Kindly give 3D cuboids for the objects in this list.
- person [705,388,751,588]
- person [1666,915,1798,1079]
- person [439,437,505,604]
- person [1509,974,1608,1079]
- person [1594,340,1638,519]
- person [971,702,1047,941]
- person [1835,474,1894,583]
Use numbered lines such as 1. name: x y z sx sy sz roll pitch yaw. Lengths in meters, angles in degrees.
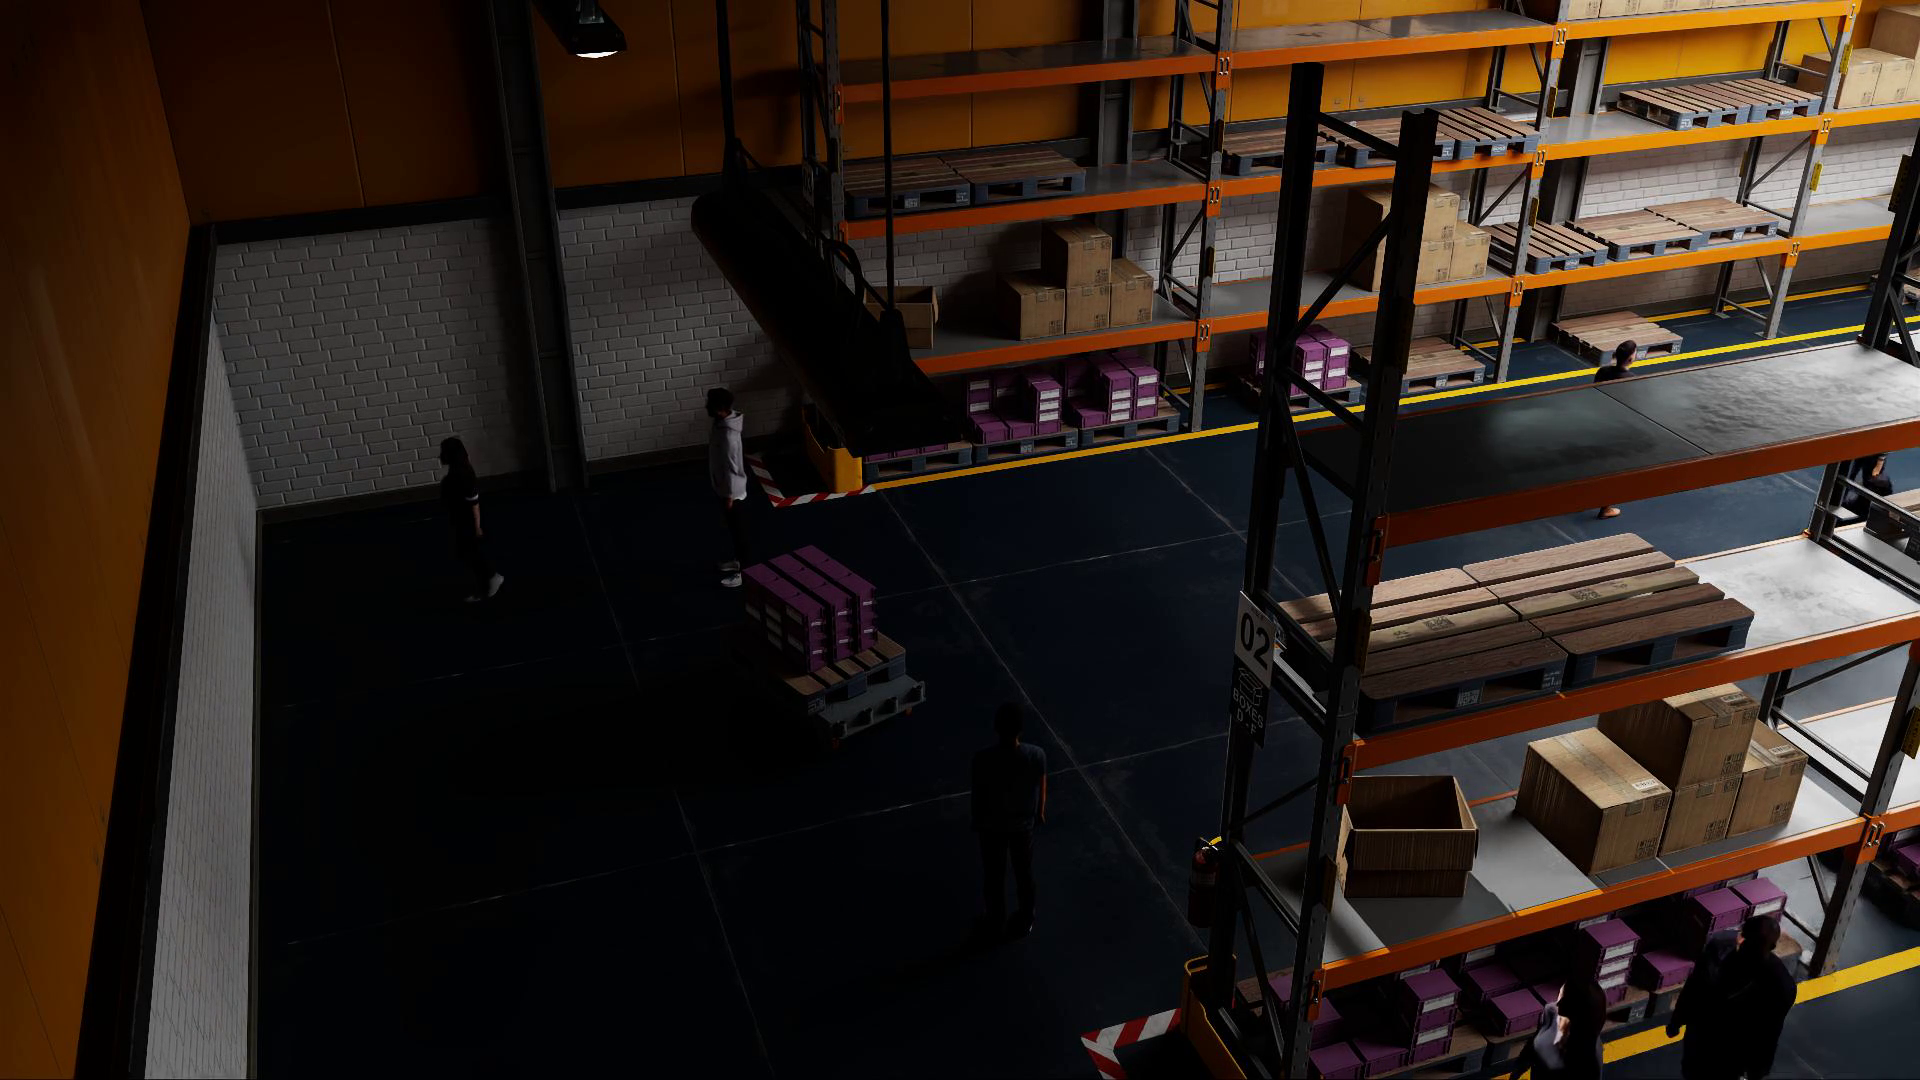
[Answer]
1. person: -2.075 -0.497 15.042 0.573 1.929 0.686 -8 30 -15
2. person: 4.290 2.747 9.235 1.117 1.796 0.758 -13 31 -22
3. person: -4.308 -0.197 14.803 0.700 1.630 0.664 -17 33 -28
4. person: 3.240 3.001 8.850 1.155 1.718 0.732 -6 29 -11
5. person: 6.352 -1.086 16.218 0.672 1.837 0.721 -21 35 -34
6. person: 0.318 1.840 10.883 0.534 1.810 0.741 -5 29 -9
7. person: 7.618 0.184 14.165 1.072 1.574 0.785 -16 32 -26
